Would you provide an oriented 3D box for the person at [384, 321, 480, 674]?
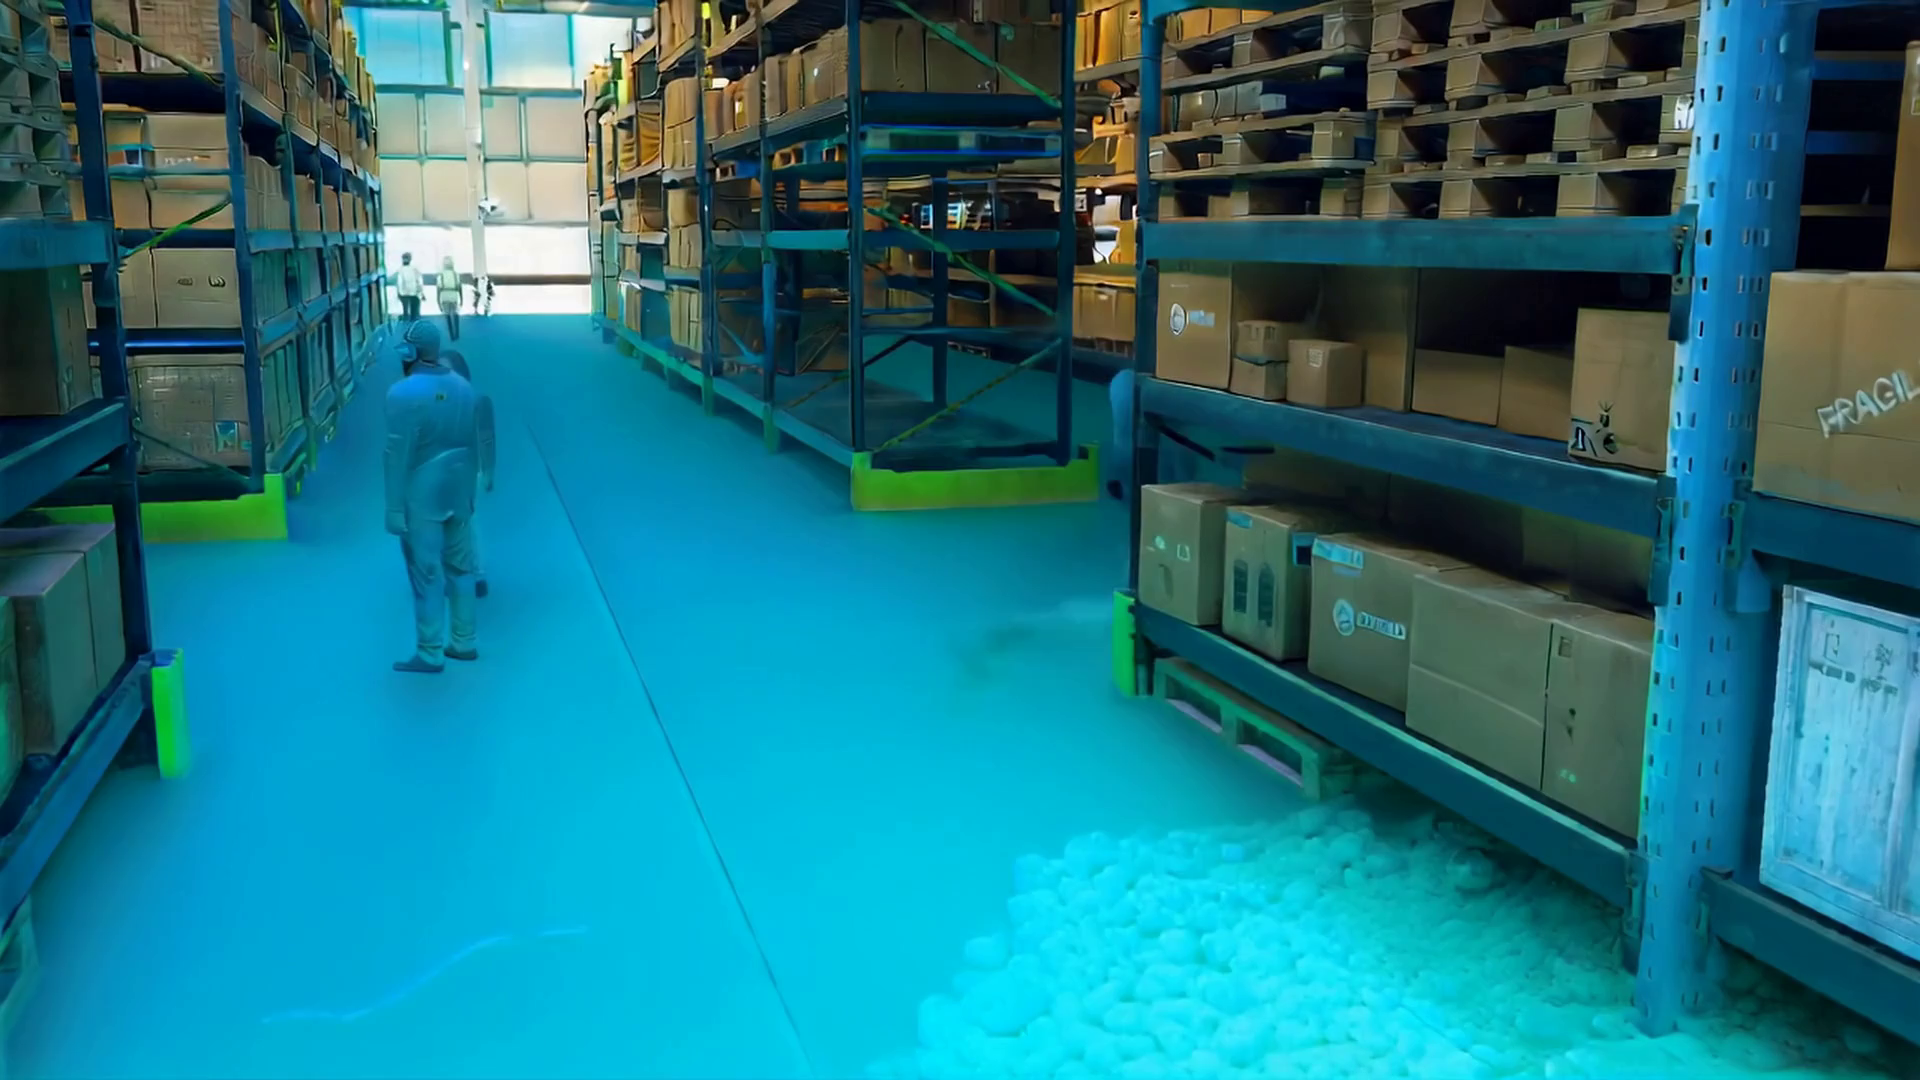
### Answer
[{"bbox_3d":[-2.886,-0.233,9.048,0.399,1.900,0.645,4,11,22],"label":"person"}]

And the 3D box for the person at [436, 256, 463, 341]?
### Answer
[{"bbox_3d":[-11.606,-5.495,37.838,0.540,1.913,0.506,-5,11,-25],"label":"person"}]

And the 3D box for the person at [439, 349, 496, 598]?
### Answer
[{"bbox_3d":[-3.272,-0.426,10.823,0.505,1.632,0.269,0,10,-2],"label":"person"}]

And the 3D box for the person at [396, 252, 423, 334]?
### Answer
[{"bbox_3d":[-13.311,-5.973,40.247,0.623,1.989,0.399,-4,11,-21],"label":"person"}]

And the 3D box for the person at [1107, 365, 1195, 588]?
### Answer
[{"bbox_3d":[1.169,-0.376,10.046,0.475,1.831,0.628,-6,12,-30],"label":"person"}]
